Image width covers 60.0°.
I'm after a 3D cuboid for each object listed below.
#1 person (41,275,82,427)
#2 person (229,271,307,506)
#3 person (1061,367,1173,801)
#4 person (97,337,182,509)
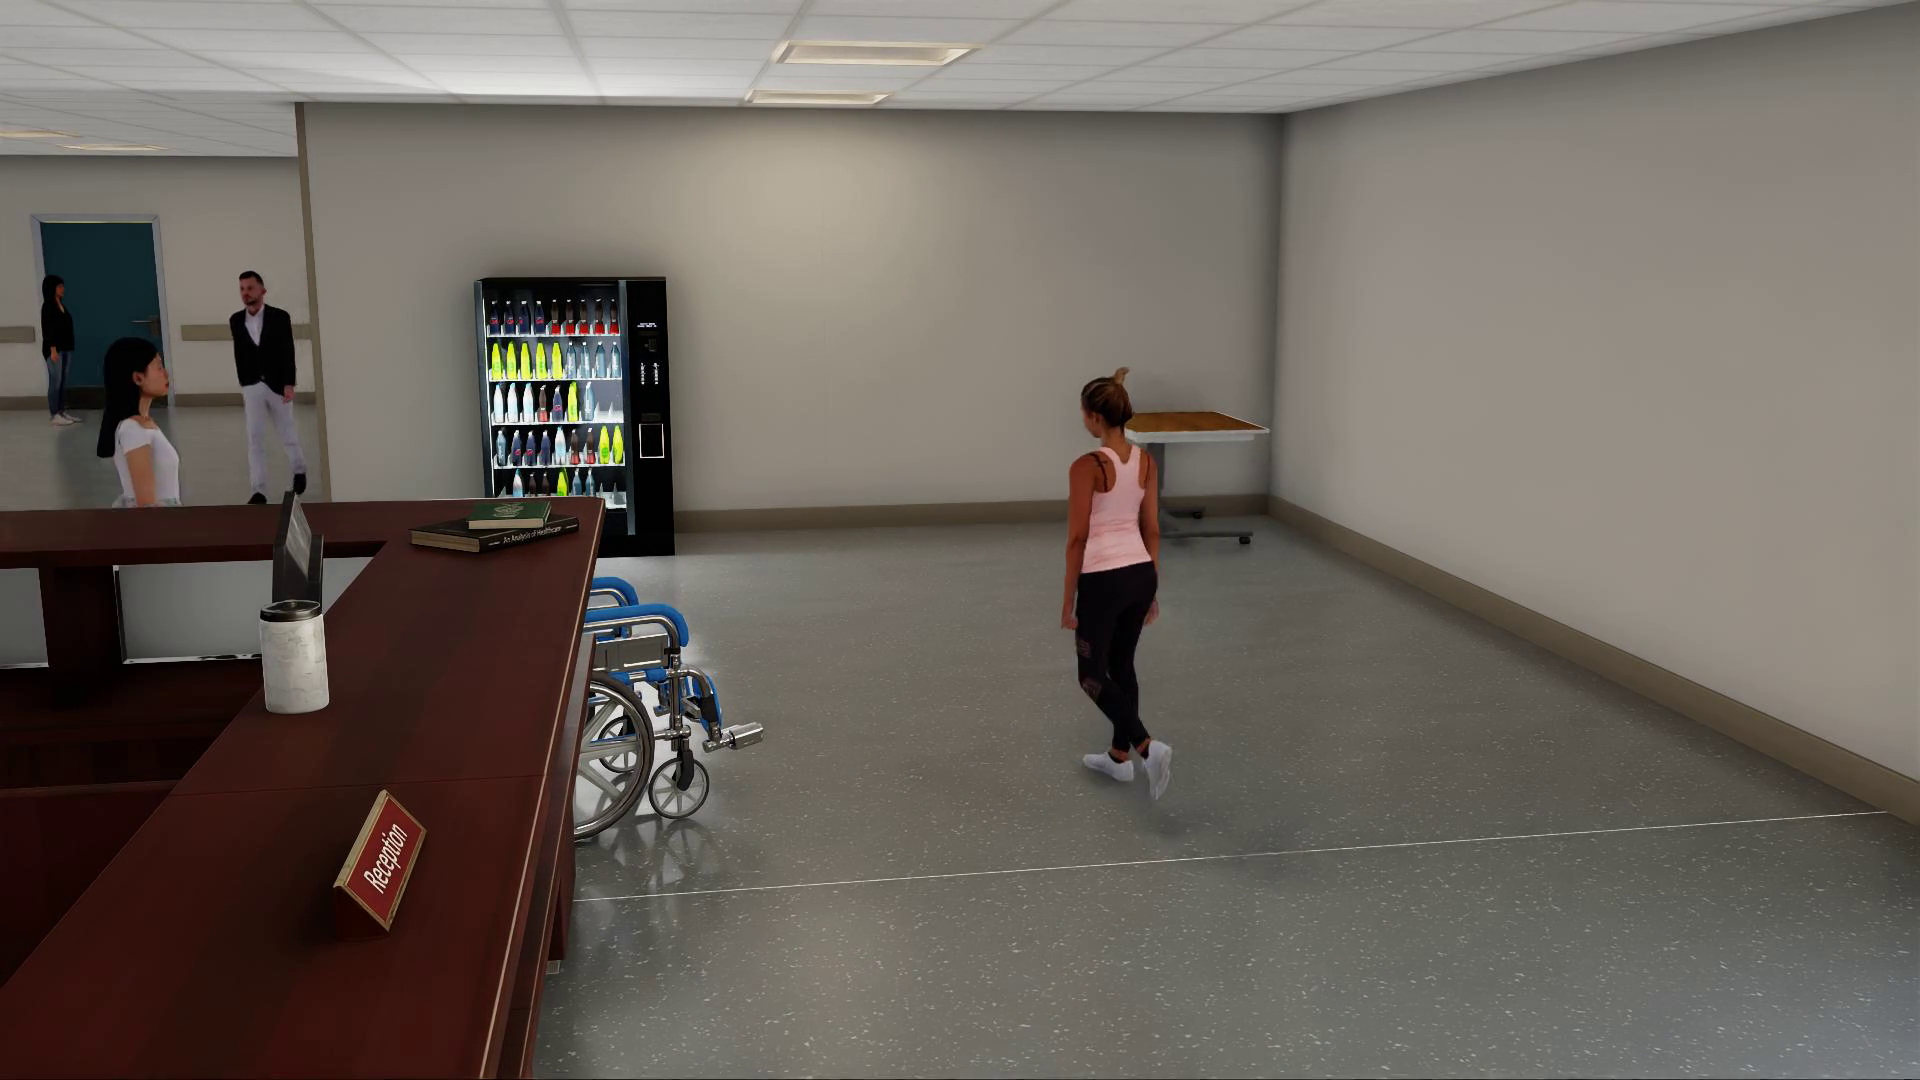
[{"bbox_3d":[-10.005,-2.108,18.421,0.514,1.645,0.577,-1,11,-8],"label":"person"},{"bbox_3d":[-5.386,-1.169,13.060,1.198,1.799,0.778,-1,11,-5],"label":"person"},{"bbox_3d":[0.625,0.181,6.335,0.909,1.654,0.857,-6,12,-28],"label":"person"},{"bbox_3d":[-3.191,0.147,6.336,1.261,1.722,0.782,-5,12,-23],"label":"person"}]
